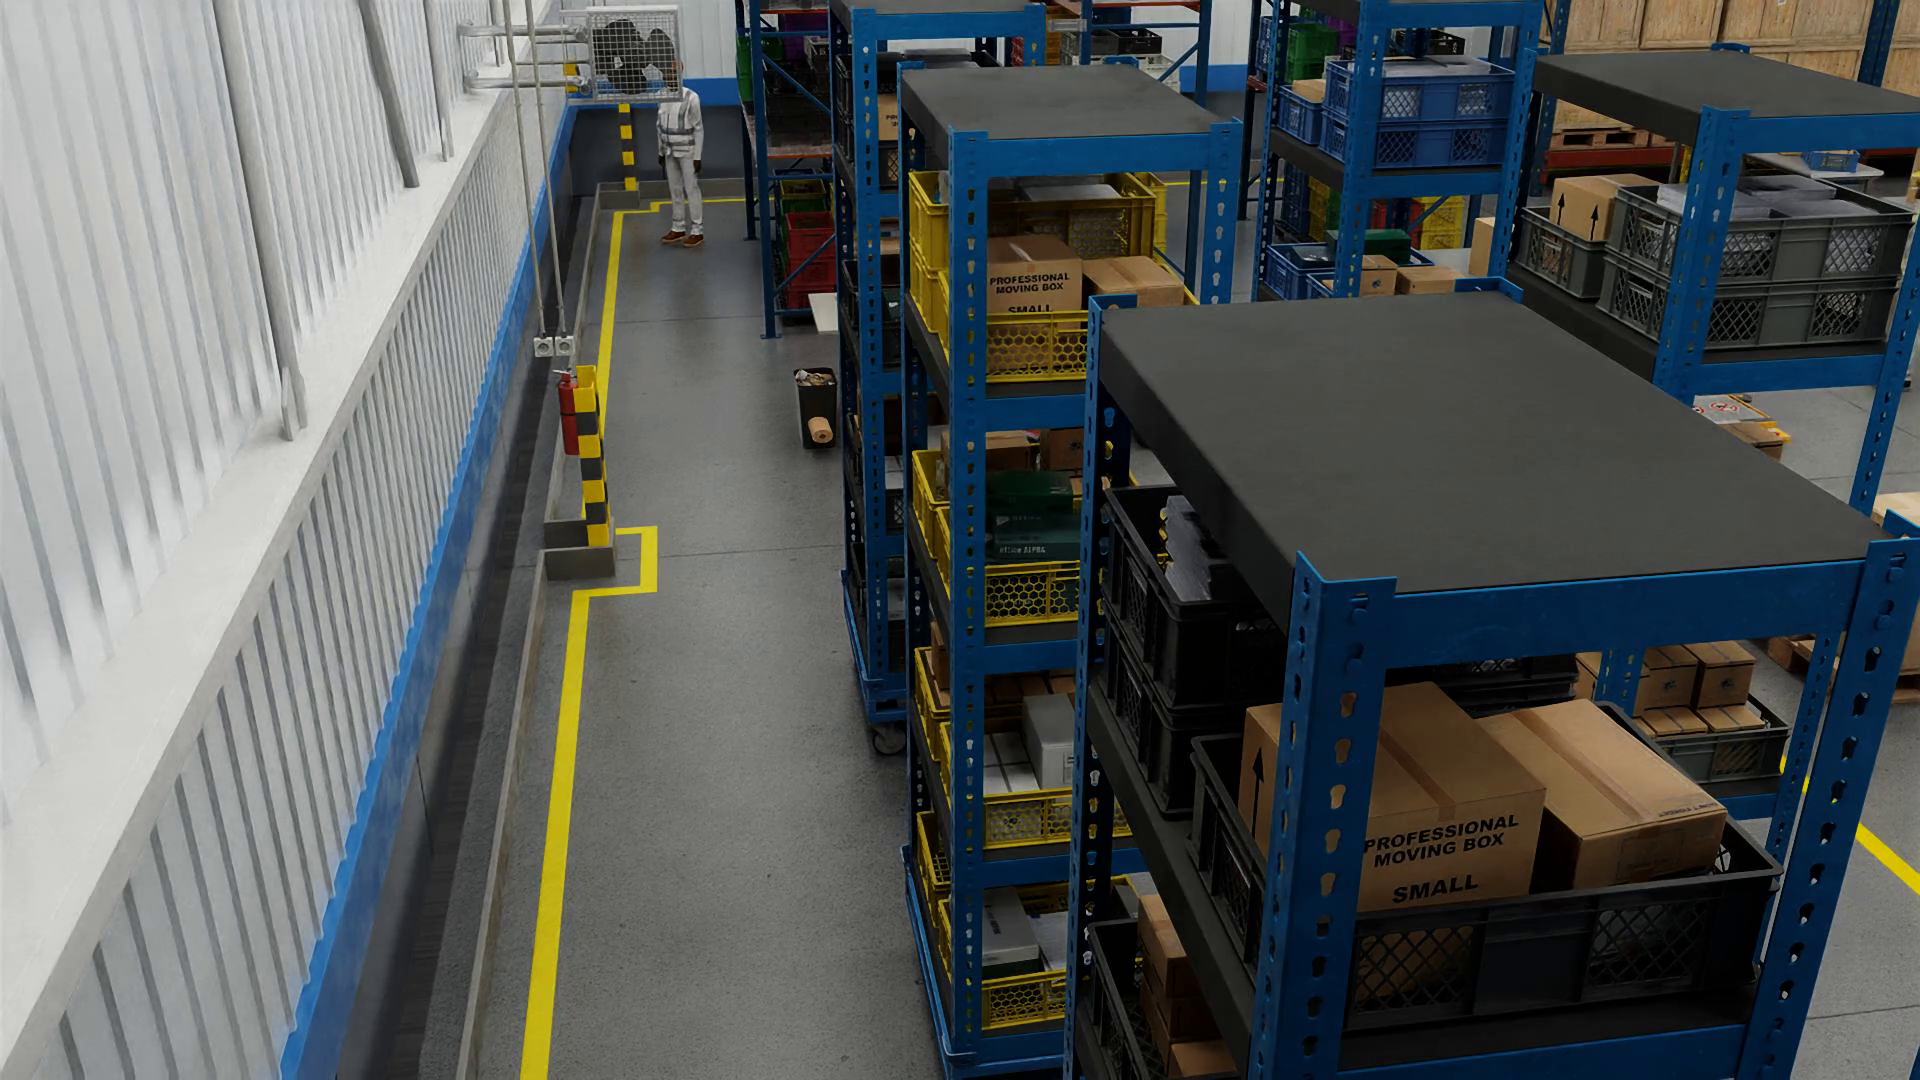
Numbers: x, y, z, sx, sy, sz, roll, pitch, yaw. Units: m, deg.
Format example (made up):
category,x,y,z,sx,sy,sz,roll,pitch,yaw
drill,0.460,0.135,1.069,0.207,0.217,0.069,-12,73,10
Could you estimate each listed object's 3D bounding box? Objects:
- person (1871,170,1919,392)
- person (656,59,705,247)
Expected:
category,x,y,z,sx,sy,sz,roll,pitch,yaw
person,7.406,-2.064,12.895,0.403,1.831,0.596,10,27,21
person,-2.850,-3.932,16.896,0.585,1.882,0.340,17,30,32
